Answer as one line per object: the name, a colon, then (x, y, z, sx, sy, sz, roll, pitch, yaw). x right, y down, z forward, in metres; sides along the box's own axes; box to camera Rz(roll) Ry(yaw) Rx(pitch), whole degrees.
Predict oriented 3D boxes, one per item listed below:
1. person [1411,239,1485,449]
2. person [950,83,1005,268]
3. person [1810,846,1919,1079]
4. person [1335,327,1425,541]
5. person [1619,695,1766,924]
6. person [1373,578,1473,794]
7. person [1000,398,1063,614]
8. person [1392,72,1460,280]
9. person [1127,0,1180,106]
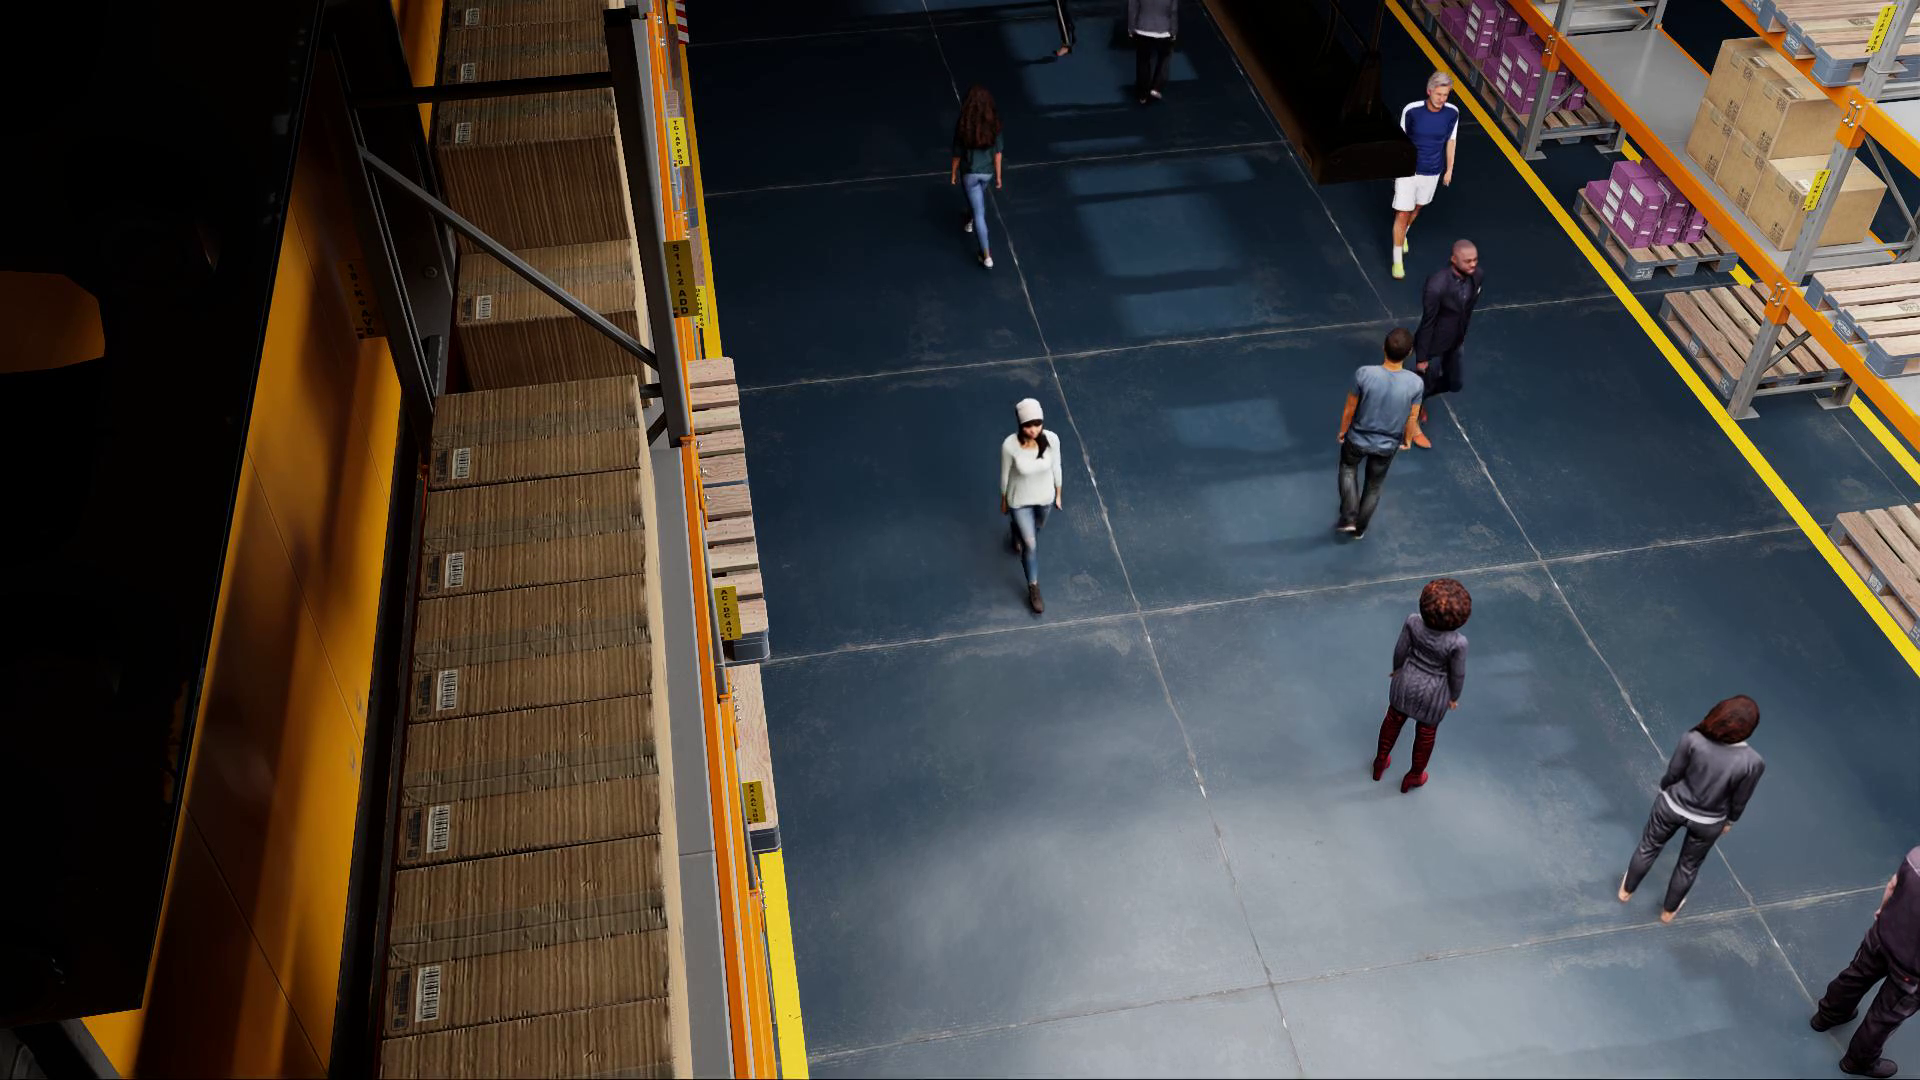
person: (3.555, -1.524, 12.506, 0.804, 1.806, 0.836, -20, 47, -20)
person: (0.166, -3.108, 14.340, 0.715, 1.570, 1.116, -13, 45, -13)
person: (4.917, 2.135, 8.637, 0.756, 1.846, 0.499, -7, 44, -7)
person: (2.887, -0.662, 11.608, 0.784, 1.797, 0.812, 7, 44, 7)
person: (4.121, 1.512, 9.347, 0.672, 1.768, 0.712, 21, 48, 21)
person: (2.789, 0.887, 10.045, 0.654, 1.710, 0.722, 28, 50, 26)
person: (0.469, -0.335, 11.396, 0.646, 1.616, 1.067, -11, 45, -11)
person: (3.936, -3.223, 14.288, 0.752, 1.809, 1.036, 0, 44, 0)
person: (1.887, -4.990, 16.305, 0.801, 1.585, 0.823, 11, 45, 11)
